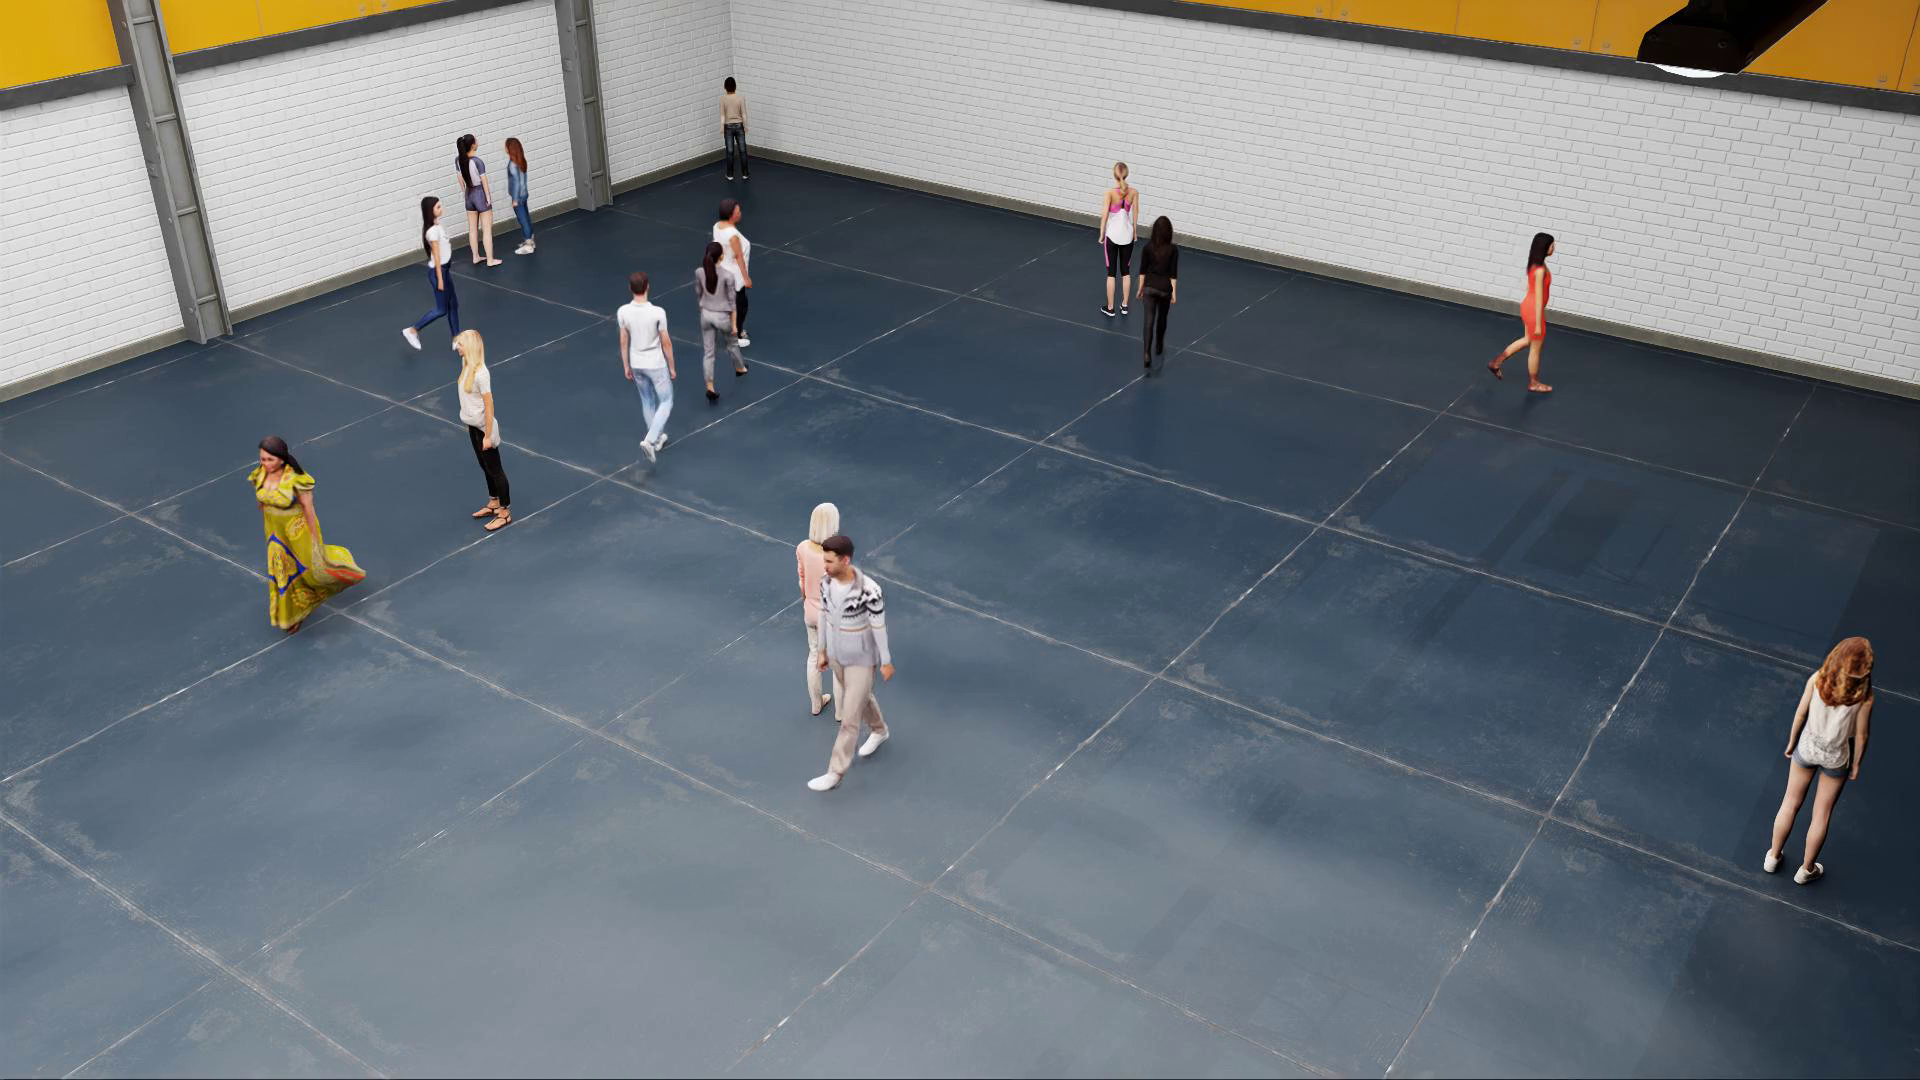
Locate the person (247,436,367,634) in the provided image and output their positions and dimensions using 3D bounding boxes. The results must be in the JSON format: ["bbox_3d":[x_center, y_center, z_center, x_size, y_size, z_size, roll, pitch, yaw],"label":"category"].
[{"bbox_3d":[-5.242,-0.105,13.153,1.109,1.637,1.304,4,29,8],"label":"person"}]

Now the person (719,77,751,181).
[{"bbox_3d":[-3.271,-5.961,24.067,0.631,1.465,0.689,-5,29,-8],"label":"person"}]

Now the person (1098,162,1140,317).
[{"bbox_3d":[1.831,-3.469,19.164,0.663,1.787,0.748,-8,30,-14],"label":"person"}]

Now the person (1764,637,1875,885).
[{"bbox_3d":[5.351,1.365,10.330,0.601,1.759,0.546,23,36,36],"label":"person"}]

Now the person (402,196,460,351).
[{"bbox_3d":[-5.746,-2.853,18.069,1.049,1.754,0.976,-6,29,-10],"label":"person"}]

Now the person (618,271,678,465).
[{"bbox_3d":[-2.946,-1.604,15.694,0.902,1.835,1.110,6,29,10],"label":"person"}]

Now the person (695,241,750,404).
[{"bbox_3d":[-2.513,-2.183,16.975,0.846,1.625,1.157,8,30,15],"label":"person"}]

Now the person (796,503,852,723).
[{"bbox_3d":[-0.951,0.512,11.931,0.631,1.725,0.565,14,32,24],"label":"person"}]

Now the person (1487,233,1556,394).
[{"bbox_3d":[5.853,-2.330,17.162,0.930,1.704,0.965,3,29,5],"label":"person"}]

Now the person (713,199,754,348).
[{"bbox_3d":[-2.537,-2.903,18.244,0.792,1.674,0.768,-11,31,-20],"label":"person"}]

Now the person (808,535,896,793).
[{"bbox_3d":[-0.679,0.764,11.386,0.750,1.803,1.184,20,34,32],"label":"person"}]

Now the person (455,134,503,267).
[{"bbox_3d":[-6.021,-4.236,20.714,0.622,1.650,0.553,14,31,23],"label":"person"}]

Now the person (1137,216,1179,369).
[{"bbox_3d":[2.104,-2.630,17.809,0.881,1.612,1.133,5,29,8],"label":"person"}]

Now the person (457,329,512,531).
[{"bbox_3d":[-4.171,-0.984,14.567,0.633,1.827,0.655,-19,34,-31],"label":"person"}]

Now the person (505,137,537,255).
[{"bbox_3d":[-5.605,-4.394,21.184,0.704,1.476,0.611,-1,29,-1],"label":"person"}]
